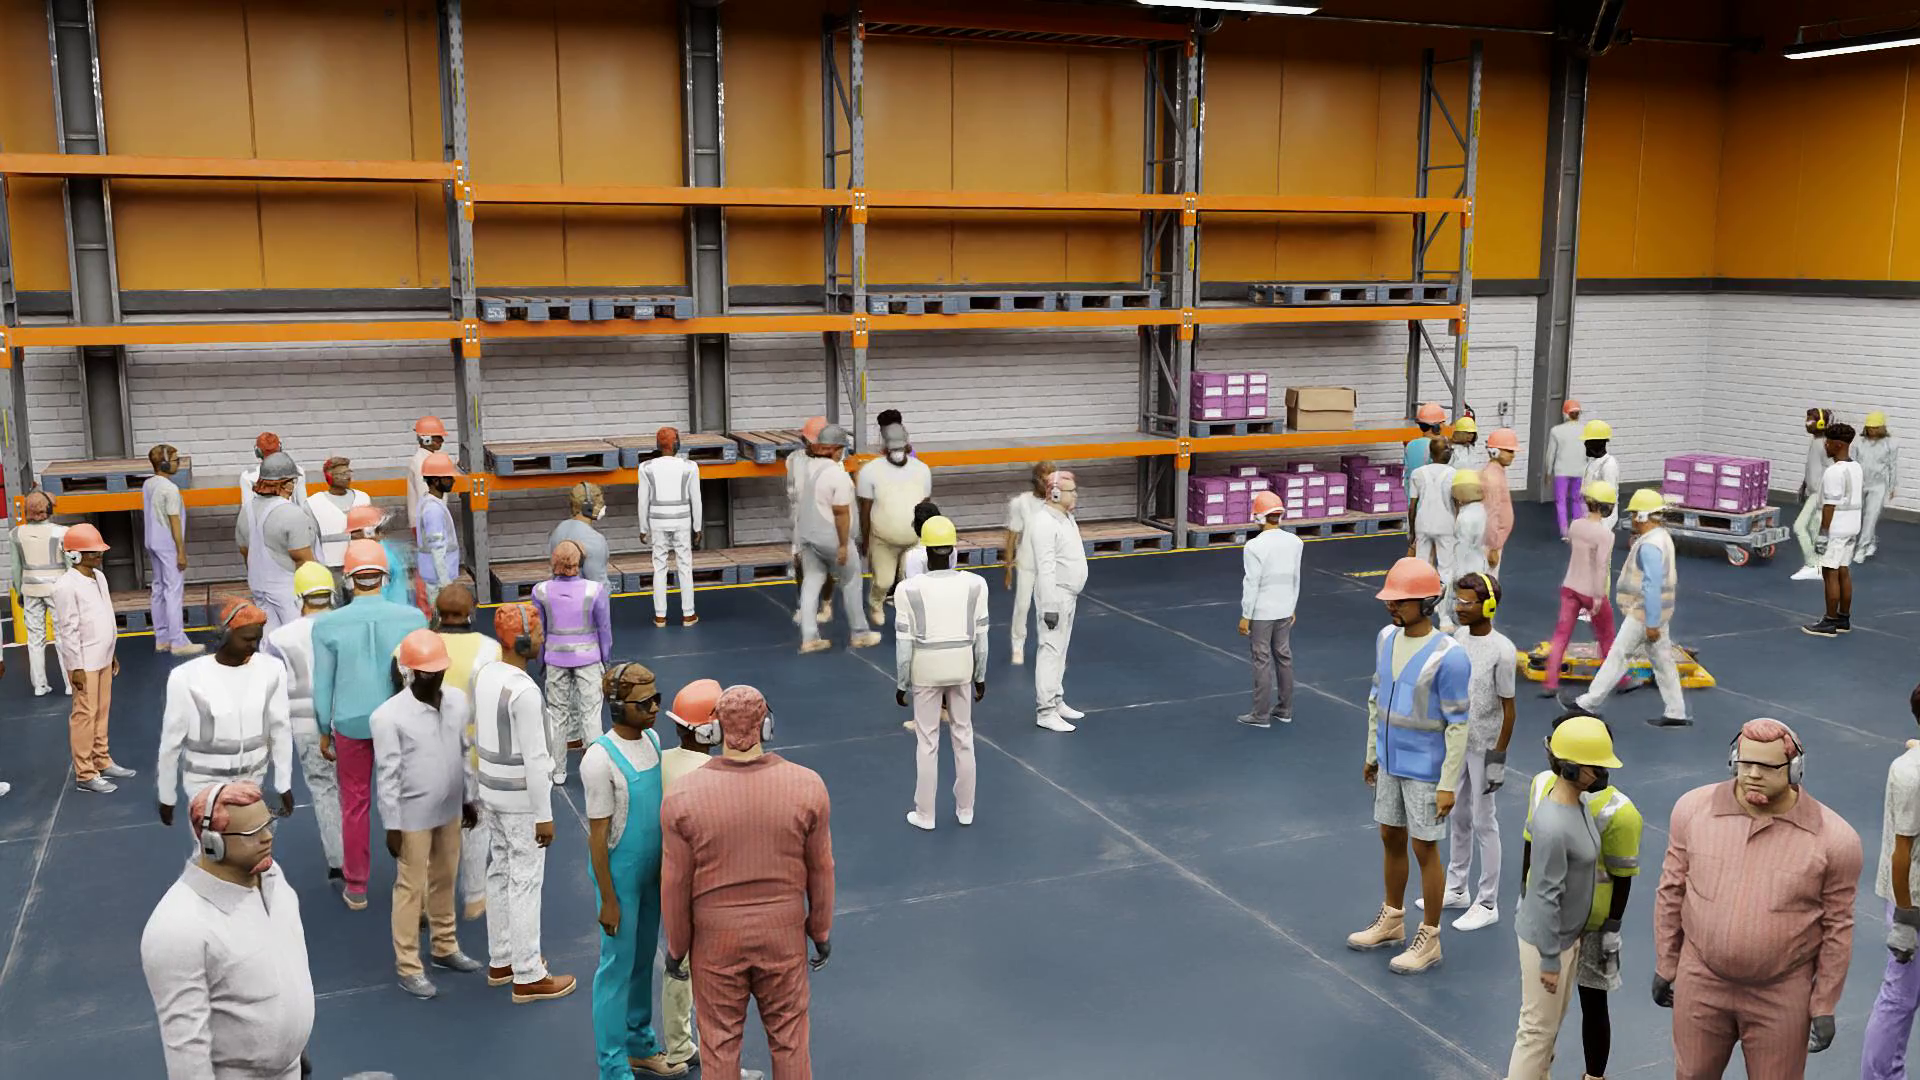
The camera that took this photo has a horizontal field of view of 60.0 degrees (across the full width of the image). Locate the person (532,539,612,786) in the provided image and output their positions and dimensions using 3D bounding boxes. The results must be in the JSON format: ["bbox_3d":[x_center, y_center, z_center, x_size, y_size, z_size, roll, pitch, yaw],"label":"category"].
[{"bbox_3d":[-2.535,0.809,10.909,0.510,1.640,0.308,0,10,-1],"label":"person"}]

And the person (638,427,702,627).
[{"bbox_3d":[-2.708,-0.122,15.569,0.586,1.881,0.340,-1,10,-7],"label":"person"}]

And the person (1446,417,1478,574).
[{"bbox_3d":[5.390,-0.453,17.880,0.484,1.745,0.296,-7,12,-35],"label":"person"}]

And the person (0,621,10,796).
[{"bbox_3d":[-6.384,0.738,10.513,0.591,1.917,0.379,-4,11,-20],"label":"person"}]

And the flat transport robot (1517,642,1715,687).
[{"bbox_3d":[5.380,1.009,13.694,1.431,0.197,0.652,2,10,10],"label":"flat transport robot"}]

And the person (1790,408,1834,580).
[{"bbox_3d":[9.058,-0.482,17.718,0.551,1.851,0.569,2,10,12],"label":"person"}]

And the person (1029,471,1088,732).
[{"bbox_3d":[0.736,0.438,12.268,0.410,1.912,0.643,3,10,15],"label":"person"}]

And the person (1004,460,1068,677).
[{"bbox_3d":[0.653,0.216,13.861,0.567,1.836,0.741,-2,10,-12],"label":"person"}]

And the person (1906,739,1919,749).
[{"bbox_3d":[6.921,0.597,11.590,0.618,1.836,0.431,-4,11,-22],"label":"person"}]

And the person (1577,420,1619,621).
[{"bbox_3d":[6.043,-0.183,15.831,0.390,1.918,0.590,1,10,5],"label":"person"}]

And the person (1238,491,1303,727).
[{"bbox_3d":[2.273,0.505,12.334,0.573,1.747,0.345,-7,12,-35],"label":"person"}]

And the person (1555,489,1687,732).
[{"bbox_3d":[4.947,0.512,12.228,0.933,1.773,0.600,6,11,29],"label":"person"}]

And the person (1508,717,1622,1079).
[{"bbox_3d":[2.324,1.530,6.411,0.340,1.760,0.525,6,11,30],"label":"person"}]

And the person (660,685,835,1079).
[{"bbox_3d":[-0.801,1.479,6.296,0.651,1.899,0.403,-2,10,-14],"label":"person"}]

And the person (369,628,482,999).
[{"bbox_3d":[-2.514,1.273,7.904,0.341,1.749,0.572,5,11,27],"label":"person"}]

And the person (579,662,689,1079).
[{"bbox_3d":[-1.348,1.406,6.876,0.345,1.847,0.504,3,10,17],"label":"person"}]

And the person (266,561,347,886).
[{"bbox_3d":[-3.582,1.012,9.362,0.605,1.781,0.957,-7,12,-34],"label":"person"}]

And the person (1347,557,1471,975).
[{"bbox_3d":[2.180,1.091,8.121,0.379,2.041,0.616,-5,11,-25],"label":"person"}]

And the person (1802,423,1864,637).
[{"bbox_3d":[8.016,-0.094,15.213,0.598,1.958,0.379,-9,14,-43],"label":"person"}]

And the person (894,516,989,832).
[{"bbox_3d":[-0.116,0.808,10.077,0.587,1.929,0.360,-3,10,-17],"label":"person"}]

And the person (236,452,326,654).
[{"bbox_3d":[-4.994,0.350,12.397,0.683,2.000,0.538,5,11,28],"label":"person"}]

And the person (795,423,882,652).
[{"bbox_3d":[-1.081,-0.045,14.672,0.695,2.000,0.866,9,14,43],"label":"person"}]

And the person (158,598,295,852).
[{"bbox_3d":[-3.541,1.195,8.076,0.527,1.849,0.620,8,13,39],"label":"person"}]

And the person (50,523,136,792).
[{"bbox_3d":[-5.668,0.758,10.869,0.324,1.752,0.561,-1,10,-5],"label":"person"}]

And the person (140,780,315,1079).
[{"bbox_3d":[-2.207,1.670,5.177,0.403,1.911,0.637,1,10,5],"label":"person"}]

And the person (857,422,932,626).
[{"bbox_3d":[-0.582,-0.098,14.975,0.689,2.000,0.773,-3,10,-17],"label":"person"}]

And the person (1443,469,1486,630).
[{"bbox_3d":[4.159,0.268,13.790,0.372,1.711,0.523,6,11,30],"label":"person"}]

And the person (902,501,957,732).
[{"bbox_3d":[-0.231,0.561,12.166,0.320,1.698,0.531,7,12,36],"label":"person"}]

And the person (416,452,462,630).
[{"bbox_3d":[-4.090,0.270,13.153,0.360,1.935,0.552,-4,11,-22],"label":"person"}]

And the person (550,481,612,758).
[{"bbox_3d":[-2.593,0.556,11.506,0.353,1.937,0.635,-8,13,-39],"label":"person"}]

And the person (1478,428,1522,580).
[{"bbox_3d":[4.622,0.022,14.427,0.392,1.991,0.612,2,10,14],"label":"person"}]

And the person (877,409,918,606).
[{"bbox_3d":[-0.657,-0.332,16.560,0.380,1.959,0.601,-6,11,-30],"label":"person"}]

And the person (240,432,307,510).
[{"bbox_3d":[-6.195,-0.038,15.082,0.573,1.886,0.359,-7,12,-36],"label":"person"}]

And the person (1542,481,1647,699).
[{"bbox_3d":[4.988,0.395,13.049,0.898,1.723,0.537,-4,11,-20],"label":"person"}]

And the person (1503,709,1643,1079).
[{"bbox_3d":[2.470,1.507,6.724,0.318,1.697,0.533,-6,12,-31],"label":"person"}]

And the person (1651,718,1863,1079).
[{"bbox_3d":[2.759,1.554,5.850,0.642,1.909,0.410,7,12,35],"label":"person"}]

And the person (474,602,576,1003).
[{"bbox_3d":[-2.078,1.221,7.827,0.337,1.883,0.583,-8,13,-38],"label":"person"}]

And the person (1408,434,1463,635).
[{"bbox_3d":[4.367,-0.049,15.265,0.506,1.842,0.342,6,11,31],"label":"person"}]

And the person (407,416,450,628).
[{"bbox_3d":[-4.942,-0.167,15.557,0.411,1.986,0.603,-2,10,-11],"label":"person"}]

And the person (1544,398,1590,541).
[{"bbox_3d":[7.403,-0.848,20.196,0.577,1.764,0.406,0,10,1],"label":"person"}]

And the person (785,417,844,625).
[{"bbox_3d":[-1.334,-0.169,15.503,0.623,1.993,0.655,3,10,17],"label":"person"}]

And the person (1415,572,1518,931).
[{"bbox_3d":[2.659,1.086,8.651,0.328,1.872,0.515,-4,10,-20],"label":"person"}]

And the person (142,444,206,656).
[{"bbox_3d":[-6.896,0.086,14.482,0.506,1.846,0.349,8,12,38],"label":"person"}]

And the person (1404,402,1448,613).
[{"bbox_3d":[4.560,-0.318,16.227,0.366,2.048,0.606,-3,10,-17],"label":"person"}]

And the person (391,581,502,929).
[{"bbox_3d":[-2.616,1.133,8.562,0.640,1.816,0.643,0,10,1],"label":"person"}]

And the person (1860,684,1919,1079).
[{"bbox_3d":[3.811,1.445,6.582,0.315,1.870,0.532,9,13,42],"label":"person"}]

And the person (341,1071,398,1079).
[{"bbox_3d":[-1.087,1.965,3.090,0.541,2.000,0.709,-8,13,-40],"label":"person"}]

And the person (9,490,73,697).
[{"bbox_3d":[-7.182,0.429,13.091,0.515,1.642,0.314,0,10,0],"label":"person"}]

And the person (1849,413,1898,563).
[{"bbox_3d":[10.389,-0.618,18.975,0.492,1.695,0.908,9,13,43],"label":"person"}]

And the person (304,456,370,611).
[{"bbox_3d":[-5.073,0.230,13.634,0.374,1.848,0.575,8,13,39],"label":"person"}]

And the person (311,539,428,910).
[{"bbox_3d":[-3.145,0.979,8.943,0.614,1.985,0.417,-5,11,-25],"label":"person"}]

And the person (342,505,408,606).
[{"bbox_3d":[-4.200,0.592,11.932,0.807,1.704,0.586,-6,12,-33],"label":"person"}]

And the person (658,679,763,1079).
[{"bbox_3d":[-1.071,1.437,6.958,0.573,1.750,0.332,10,14,44],"label":"person"}]
